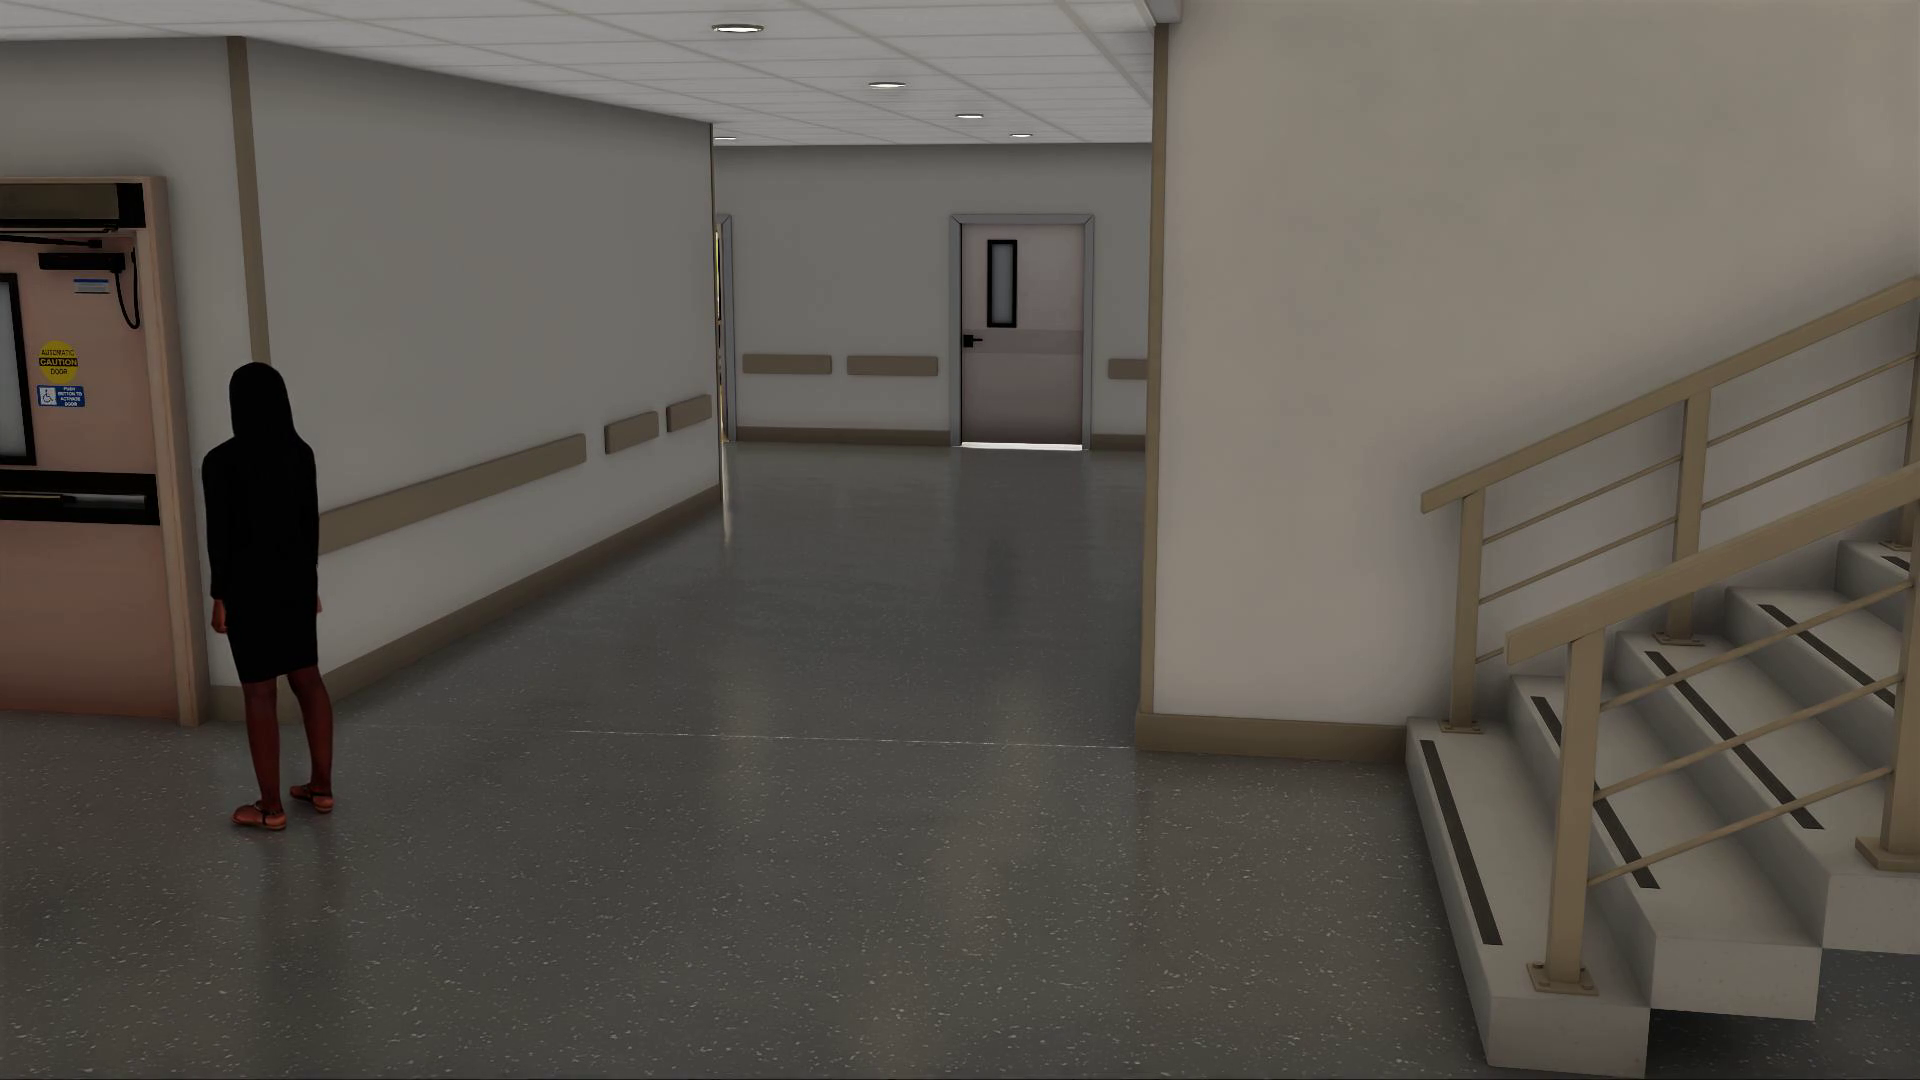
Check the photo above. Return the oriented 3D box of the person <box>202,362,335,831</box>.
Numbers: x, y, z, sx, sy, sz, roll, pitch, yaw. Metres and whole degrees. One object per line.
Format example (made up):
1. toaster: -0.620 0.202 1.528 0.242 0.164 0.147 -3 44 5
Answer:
1. person: -2.565 0.198 6.186 0.610 1.722 0.661 6 12 28
